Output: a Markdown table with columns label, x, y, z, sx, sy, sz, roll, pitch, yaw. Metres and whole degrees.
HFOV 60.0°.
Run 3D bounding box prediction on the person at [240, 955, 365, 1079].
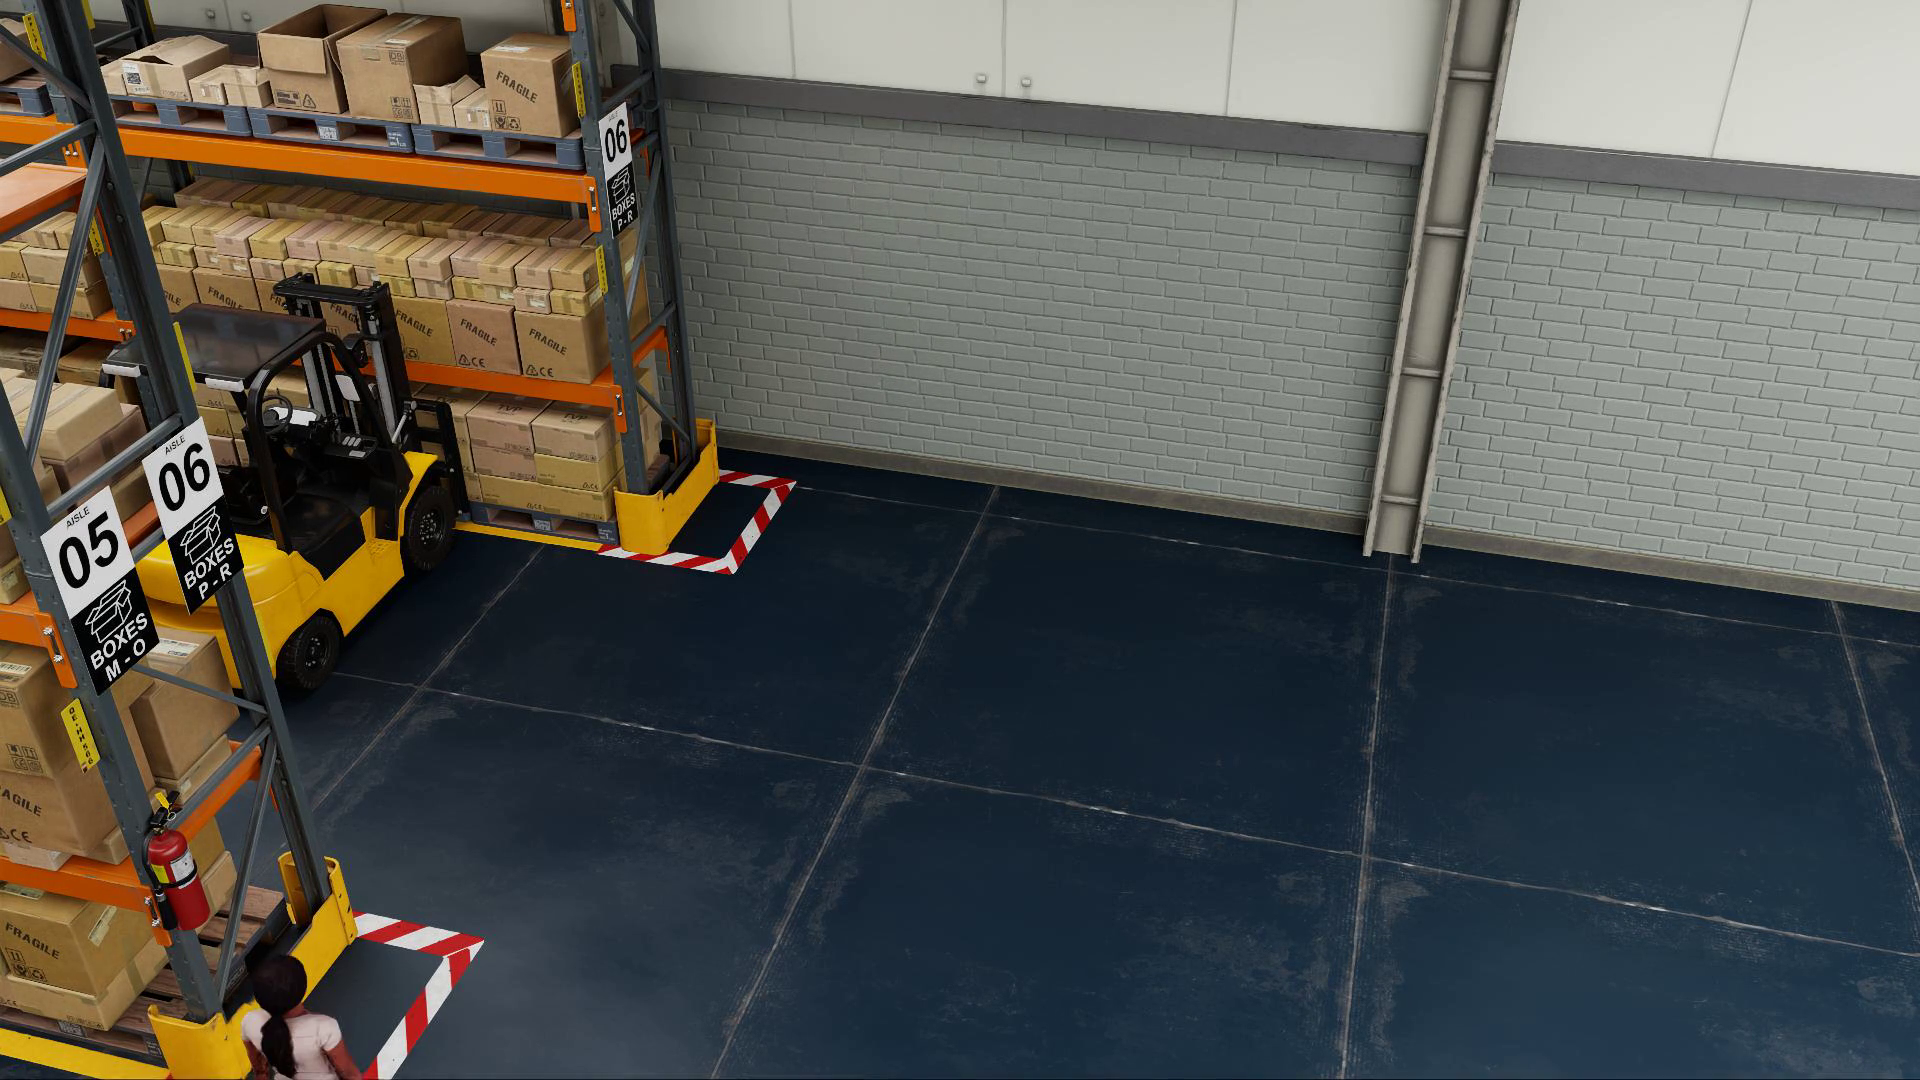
| label | x | y | z | sx | sy | sz | roll | pitch | yaw |
| --- | --- | --- | --- | --- | --- | --- | --- | --- | --- |
| person | -2.716 | 2.433 | 6.911 | 0.578 | 1.729 | 0.685 | 5 | 33 | 8 |
